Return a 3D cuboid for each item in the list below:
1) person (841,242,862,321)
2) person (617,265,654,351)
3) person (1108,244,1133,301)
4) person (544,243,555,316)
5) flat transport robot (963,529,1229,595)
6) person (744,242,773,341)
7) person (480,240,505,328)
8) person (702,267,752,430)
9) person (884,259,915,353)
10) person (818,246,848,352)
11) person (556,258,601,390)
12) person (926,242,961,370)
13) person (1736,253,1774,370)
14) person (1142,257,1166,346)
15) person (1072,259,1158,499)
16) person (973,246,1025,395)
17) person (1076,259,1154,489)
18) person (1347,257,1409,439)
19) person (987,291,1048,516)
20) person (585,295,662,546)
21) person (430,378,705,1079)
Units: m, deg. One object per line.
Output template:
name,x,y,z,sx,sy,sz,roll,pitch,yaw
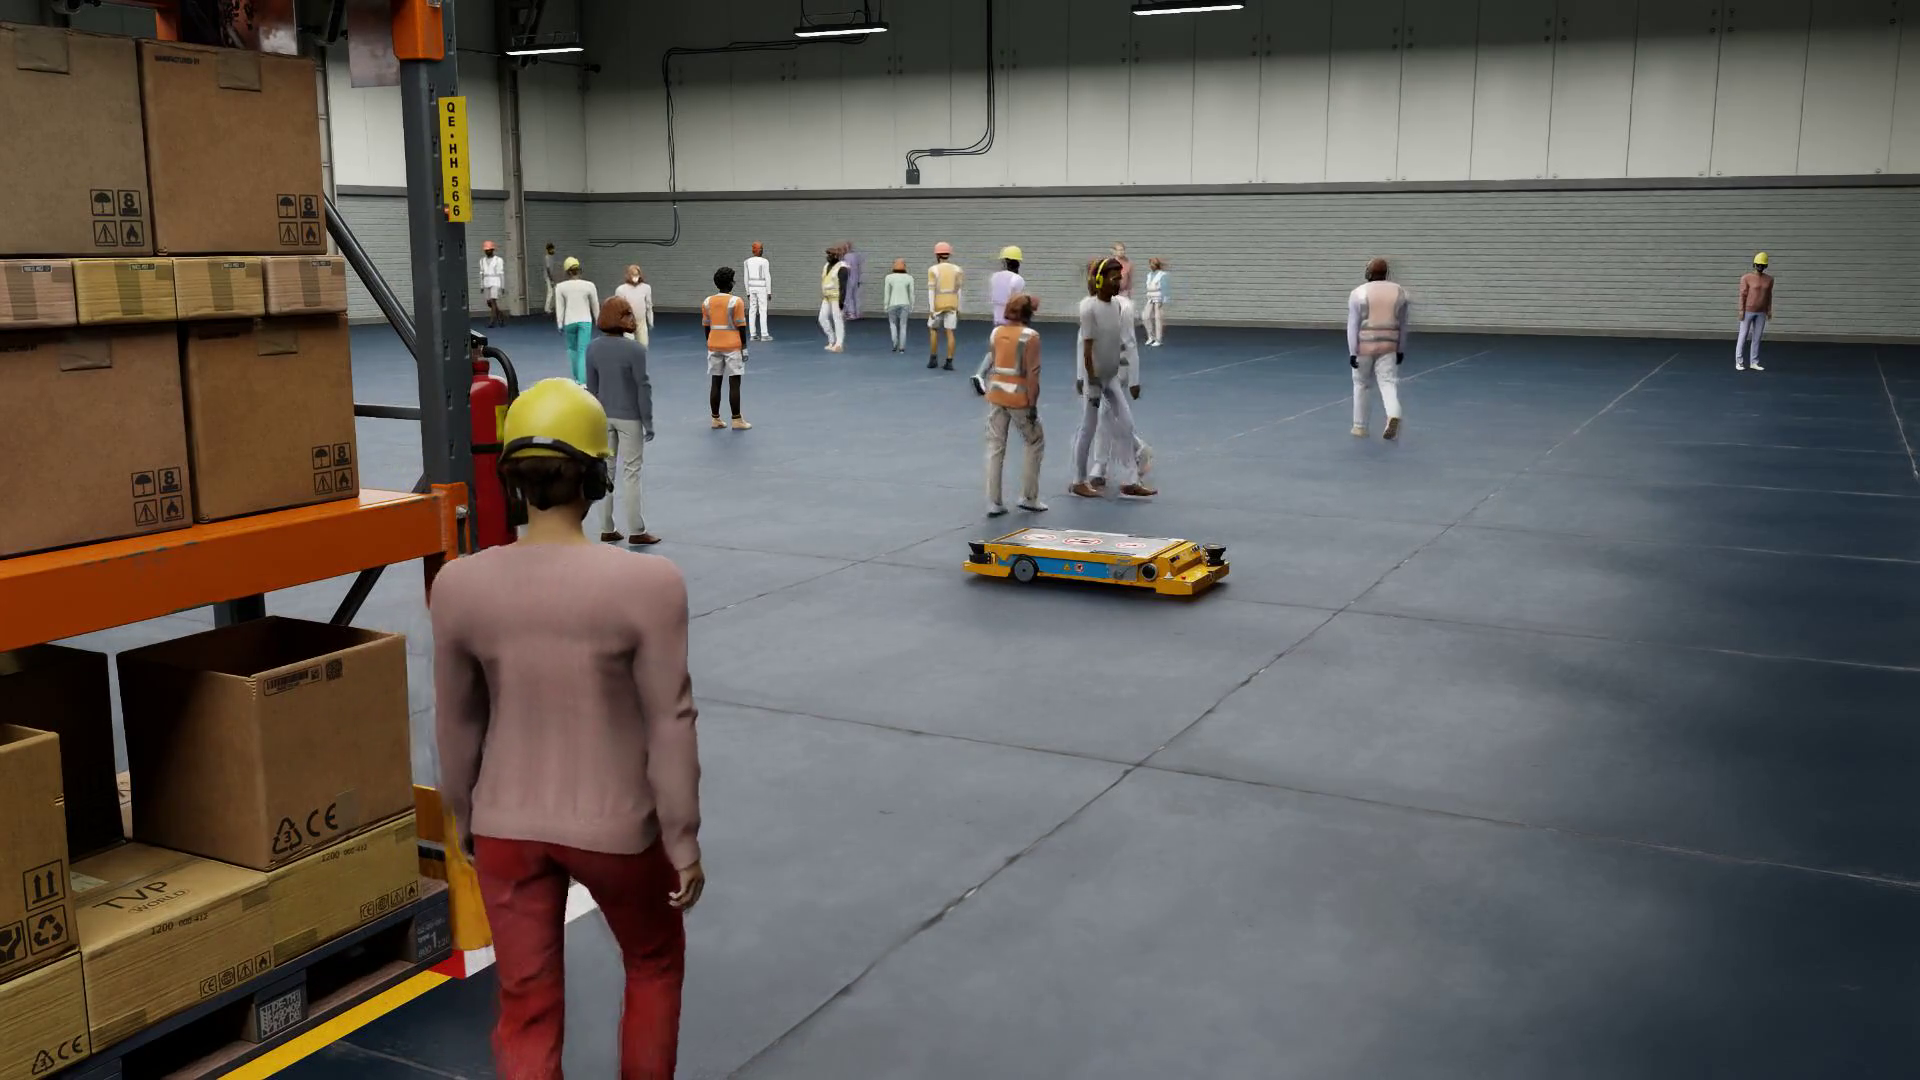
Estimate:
person,-2.587,-6.112,39.353,0.428,1.870,0.804,3,11,17
person,-4.555,-3.049,23.338,0.557,1.612,0.380,-6,12,-30
person,3.071,-4.813,32.313,0.637,1.851,1.013,-1,10,-7
person,-10.373,-6.612,42.198,0.343,1.833,0.660,-1,10,-3
flat transport robot,0.801,0.105,9.798,1.431,0.197,0.652,5,12,27
person,-3.875,-4.774,32.011,0.575,1.882,0.355,5,12,26
person,-10.250,-5.617,36.547,0.553,1.915,0.826,3,11,15
person,-2.429,-1.985,17.306,0.534,1.697,0.318,5,12,26
person,-1.046,-4.048,28.761,0.535,1.611,0.604,-1,10,-5
person,-2.192,-4.169,28.861,0.465,1.825,0.660,-8,13,-37
person,-5.013,-2.847,21.933,0.552,1.717,0.889,0,10,-2
person,-0.263,-3.533,25.170,0.552,1.911,0.748,-3,11,-16
person,11.948,-3.423,24.977,0.523,1.763,0.329,-1,10,-6
person,3.554,-4.338,30.347,0.375,1.625,0.516,-7,13,-35
person,1.175,-1.202,12.630,0.824,1.837,0.572,9,14,41
person,0.564,-2.785,21.142,0.585,1.899,0.902,9,14,42
person,1.270,-1.348,13.463,0.855,1.851,0.612,-7,13,-35
person,4.163,-1.907,16.580,0.627,1.820,0.846,-1,10,-3
person,0.421,-0.987,12.051,0.535,1.613,0.598,9,14,42
person,-2.211,-0.773,10.863,0.499,1.636,0.286,5,12,26
person,-0.759,0.548,3.340,0.560,1.741,0.649,1,10,6
